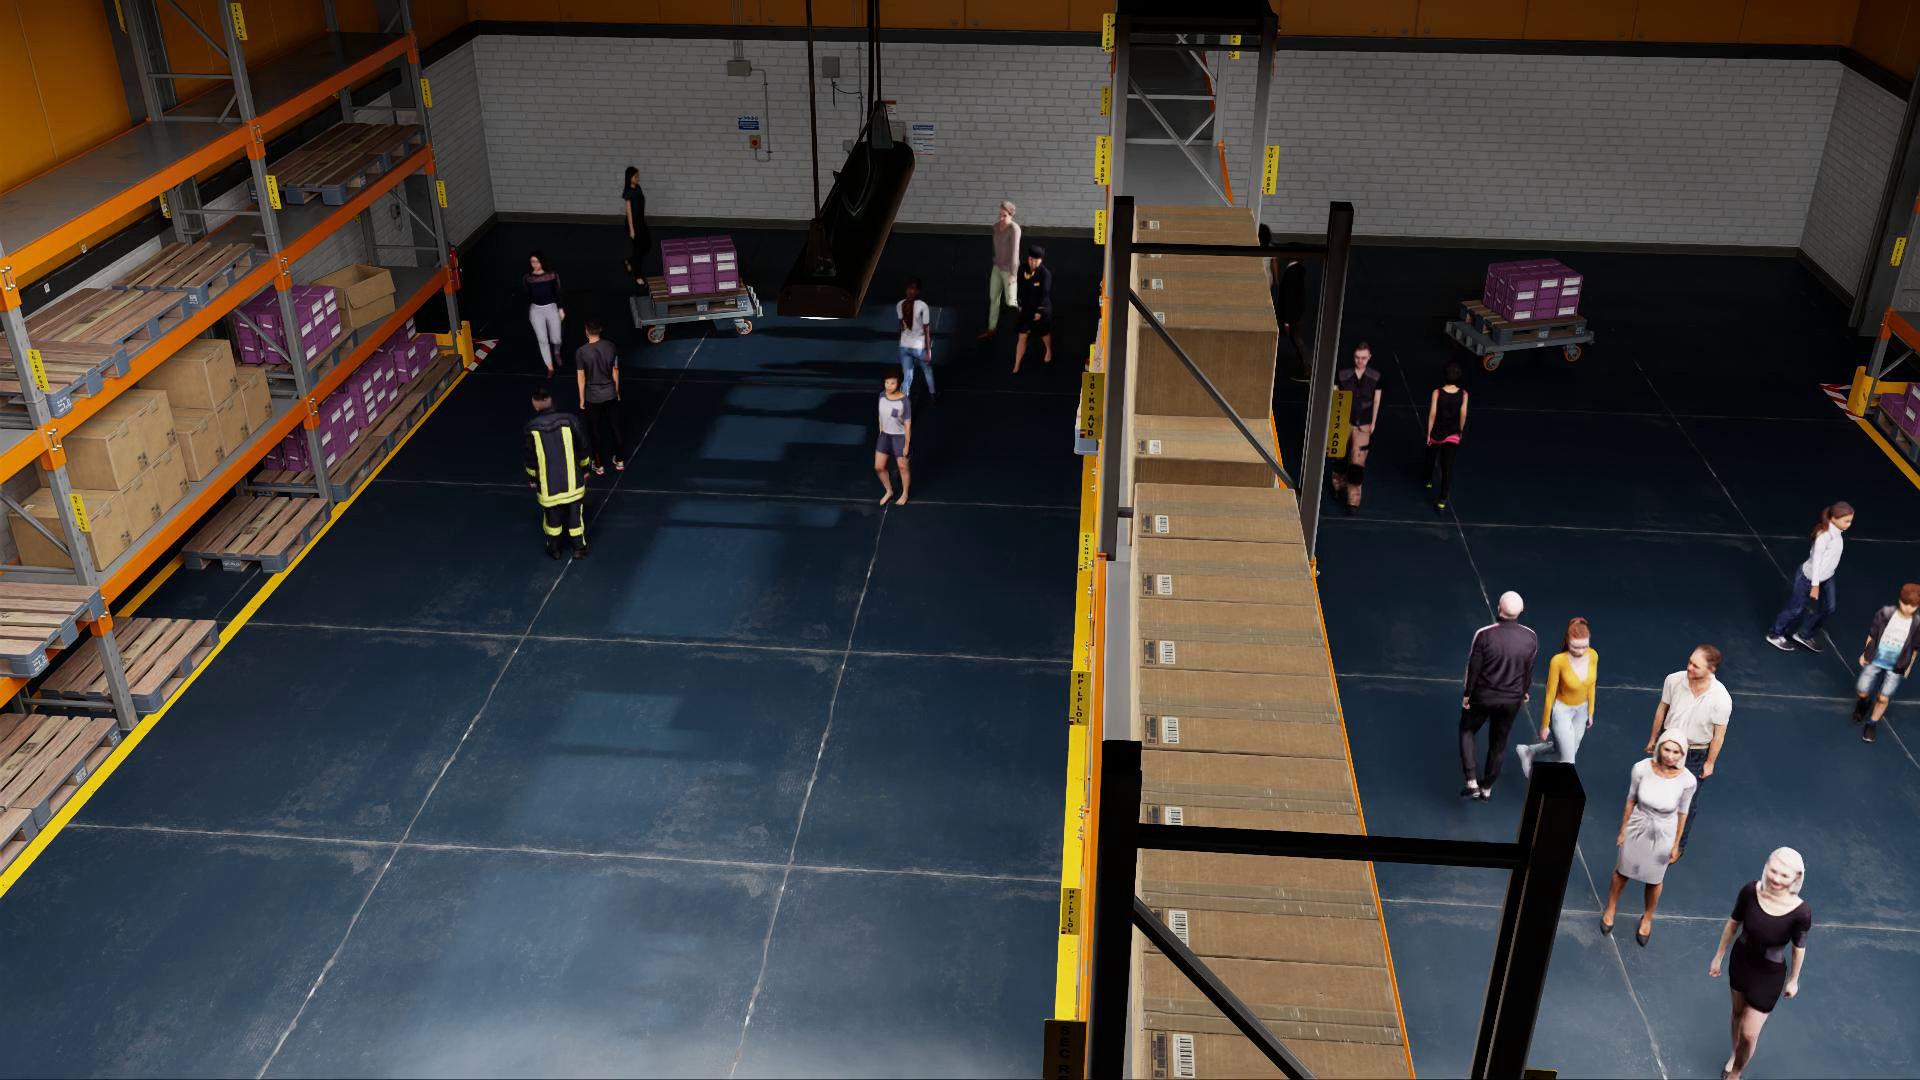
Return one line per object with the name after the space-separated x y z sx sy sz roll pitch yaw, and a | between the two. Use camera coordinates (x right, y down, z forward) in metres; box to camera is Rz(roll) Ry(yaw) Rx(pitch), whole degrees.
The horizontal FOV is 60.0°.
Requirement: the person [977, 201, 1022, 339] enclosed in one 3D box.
0.667 -3.454 21.334 1.143 1.849 1.080 -18 34 -30 | person

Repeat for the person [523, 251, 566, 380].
-5.067 -2.782 20.359 0.655 1.602 0.754 -2 29 -3 | person

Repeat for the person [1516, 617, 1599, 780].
4.574 1.309 12.720 0.900 1.736 1.065 -13 31 -22 | person

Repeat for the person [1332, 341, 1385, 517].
4.075 -1.242 17.317 0.784 1.813 0.990 8 30 14 | person

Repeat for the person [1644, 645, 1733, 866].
5.322 1.536 12.184 0.802 1.851 0.721 -19 34 -30 | person

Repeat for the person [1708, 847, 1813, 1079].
4.945 2.616 10.244 0.877 1.813 0.816 -23 36 -36 | person

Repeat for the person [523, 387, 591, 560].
-3.921 -0.669 16.212 0.877 1.865 0.836 -2 29 -4 | person

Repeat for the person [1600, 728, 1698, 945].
4.737 2.009 11.426 0.631 1.747 0.624 13 31 23 | person

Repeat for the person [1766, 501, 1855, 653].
7.550 0.309 14.773 0.735 1.526 0.800 -17 33 -29 | person

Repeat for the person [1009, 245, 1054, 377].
0.983 -2.814 20.404 1.053 1.615 1.231 20 35 32 | person

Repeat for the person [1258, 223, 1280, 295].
3.809 -3.216 21.129 0.791 1.627 0.731 -5 29 -10 | person

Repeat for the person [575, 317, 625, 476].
-3.882 -1.555 17.942 0.705 1.763 0.749 -19 34 -31 | person

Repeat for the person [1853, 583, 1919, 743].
7.623 0.963 13.665 0.664 1.439 0.728 15 32 25 | person

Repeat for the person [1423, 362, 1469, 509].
5.043 -1.066 17.311 0.585 1.509 1.043 4 29 7 | person

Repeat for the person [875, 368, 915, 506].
-0.635 -1.100 17.331 0.675 1.550 0.709 16 32 26 | person

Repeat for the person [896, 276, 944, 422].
-0.572 -2.144 19.108 0.856 1.681 1.191 13 31 23 | person

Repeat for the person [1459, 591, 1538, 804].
4.105 1.278 12.690 0.701 1.819 0.727 3 29 6 | person

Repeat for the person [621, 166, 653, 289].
-4.571 -4.352 23.111 0.714 1.724 0.685 8 30 15 | person
